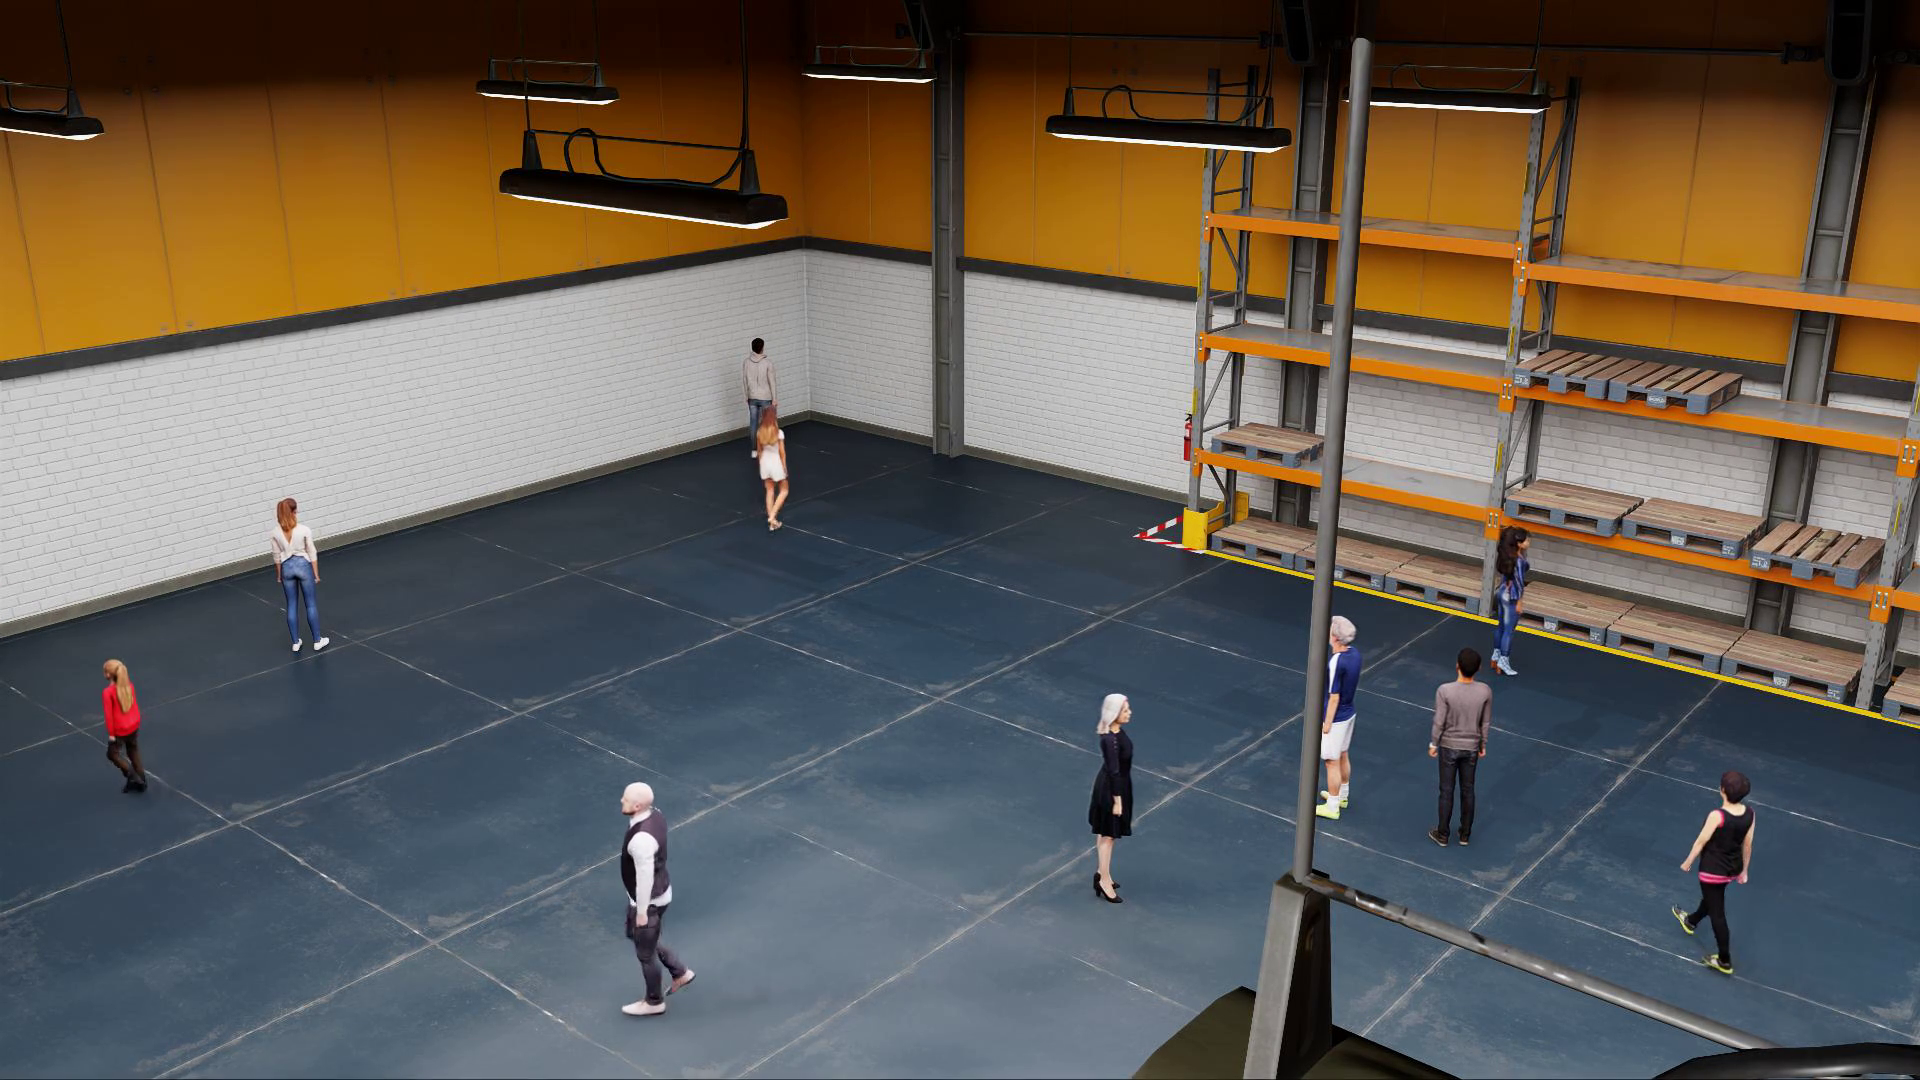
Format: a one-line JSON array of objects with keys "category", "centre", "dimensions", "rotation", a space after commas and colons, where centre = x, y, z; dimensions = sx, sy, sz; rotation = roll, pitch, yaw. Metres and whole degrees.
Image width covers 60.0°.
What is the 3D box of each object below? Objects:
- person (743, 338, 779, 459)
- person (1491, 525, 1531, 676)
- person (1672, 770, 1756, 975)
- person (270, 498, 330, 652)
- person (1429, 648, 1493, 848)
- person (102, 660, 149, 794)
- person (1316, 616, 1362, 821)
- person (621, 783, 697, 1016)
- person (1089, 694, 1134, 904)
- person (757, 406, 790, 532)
[{"category": "person", "centre": [-3.075, -2.180, 25.482], "dimensions": [0.683, 1.853, 0.816], "rotation": [4, 19, 11]}, {"category": "person", "centre": [5.800, 0.625, 17.524], "dimensions": [0.738, 1.615, 0.695], "rotation": [0, 19, 1]}, {"category": "person", "centre": [5.645, 2.458, 12.231], "dimensions": [0.843, 1.520, 1.044], "rotation": [-7, 20, -20]}, {"category": "person", "centre": [-7.224, 0.369, 18.125], "dimensions": [0.669, 1.719, 0.736], "rotation": [-1, 19, -4]}, {"category": "person", "centre": [4.197, 1.738, 13.979], "dimensions": [0.766, 1.768, 0.689], "rotation": [-15, 24, -38]}, {"category": "person", "centre": [-7.458, 1.686, 14.911], "dimensions": [0.614, 1.273, 0.581], "rotation": [6, 19, 16]}, {"category": "person", "centre": [3.284, 1.530, 14.493], "dimensions": [0.573, 1.837, 0.658], "rotation": [12, 22, 31]}, {"category": "person", "centre": [-2.104, 2.509, 11.616], "dimensions": [0.959, 1.816, 0.899], "rotation": [-1, 19, -4]}, {"category": "person", "centre": [1.216, 2.019, 13.181], "dimensions": [0.744, 1.746, 0.703], "rotation": [1, 19, 3]}, {"category": "person", "centre": [-2.516, -0.922, 22.004], "dimensions": [0.677, 1.690, 0.742], "rotation": [8, 20, 23]}]
